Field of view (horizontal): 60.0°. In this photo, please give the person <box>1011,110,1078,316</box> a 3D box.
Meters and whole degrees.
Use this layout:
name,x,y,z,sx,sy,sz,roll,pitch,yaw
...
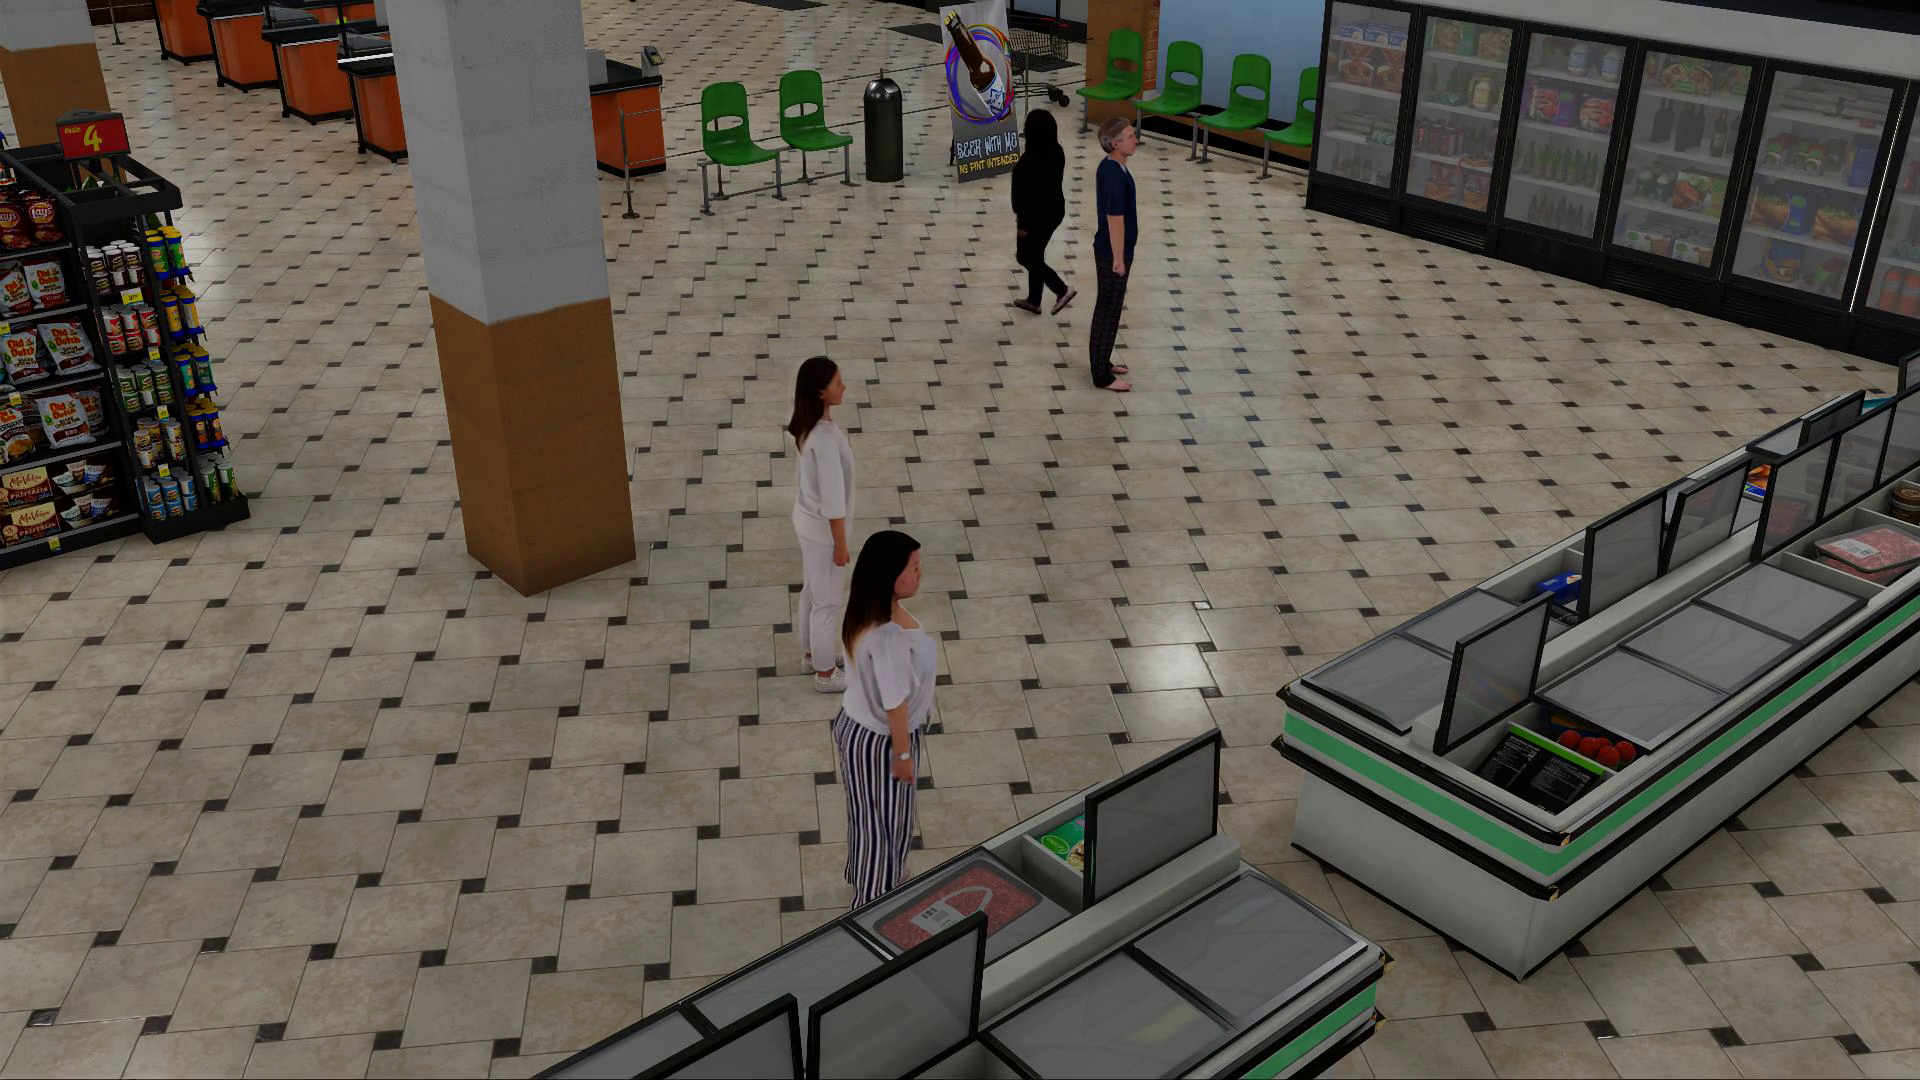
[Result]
name,x,y,z,sx,sy,sz,roll,pitch,yaw
person,0.672,-2.463,12.737,0.851,1.603,0.876,16,31,29

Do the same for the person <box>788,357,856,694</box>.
name,x,y,z,sx,sy,sz,roll,pitch,yaw
person,-0.654,-0.072,7.928,0.644,1.688,0.666,-10,28,-18

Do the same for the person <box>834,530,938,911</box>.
name,x,y,z,sx,sy,sz,roll,pitch,yaw
person,-0.300,0.725,6.363,0.772,1.683,0.775,-7,28,-13

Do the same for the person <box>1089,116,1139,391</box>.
name,x,y,z,sx,sy,sz,roll,pitch,yaw
person,1.058,-1.987,11.504,0.781,1.871,0.725,2,27,4
